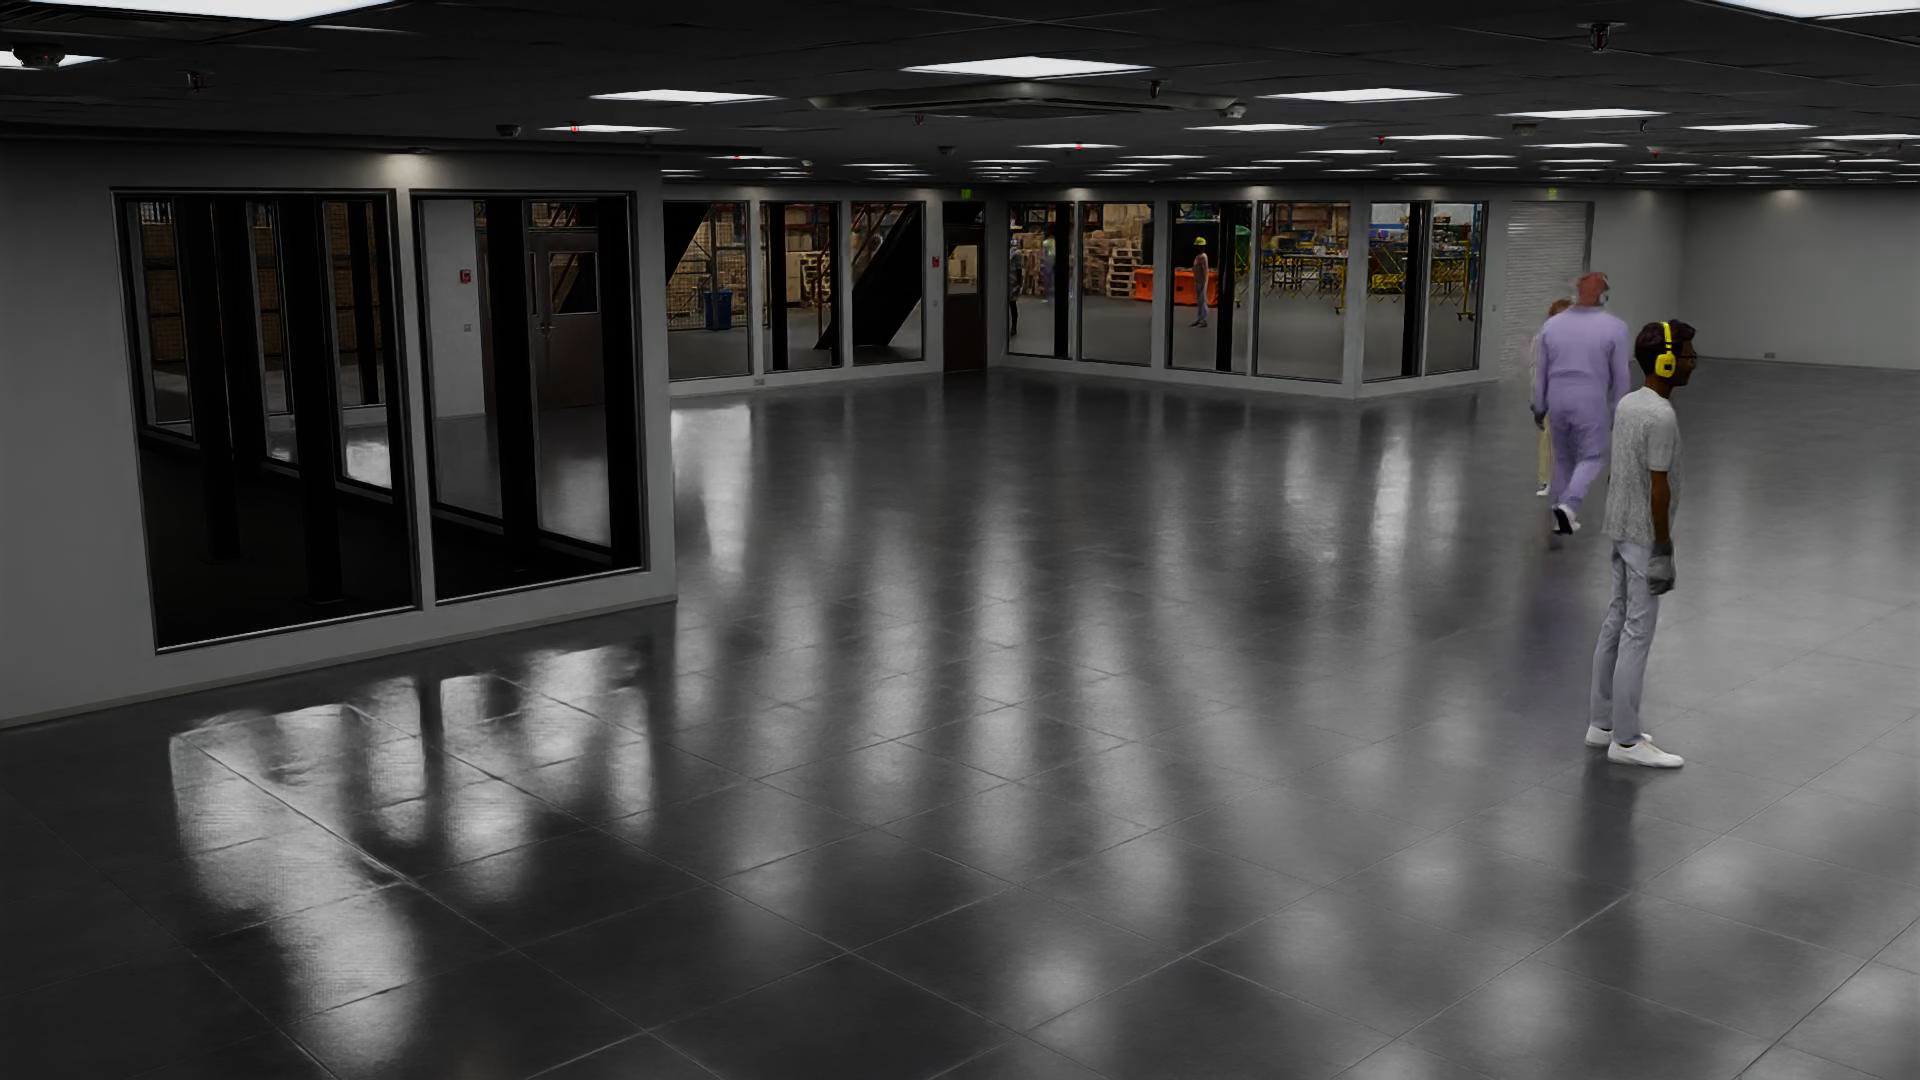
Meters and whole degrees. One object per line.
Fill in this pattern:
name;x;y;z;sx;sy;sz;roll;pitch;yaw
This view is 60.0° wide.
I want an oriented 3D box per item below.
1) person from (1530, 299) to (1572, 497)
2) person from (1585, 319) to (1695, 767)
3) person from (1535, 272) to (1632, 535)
person;4.946;-1.182;13.644;0.540;1.595;0.790;6;13;27
person;2.888;0.010;7.017;0.336;1.873;0.521;1;11;3
person;4.360;-0.940;11.739;0.688;1.884;0.601;10;15;42
